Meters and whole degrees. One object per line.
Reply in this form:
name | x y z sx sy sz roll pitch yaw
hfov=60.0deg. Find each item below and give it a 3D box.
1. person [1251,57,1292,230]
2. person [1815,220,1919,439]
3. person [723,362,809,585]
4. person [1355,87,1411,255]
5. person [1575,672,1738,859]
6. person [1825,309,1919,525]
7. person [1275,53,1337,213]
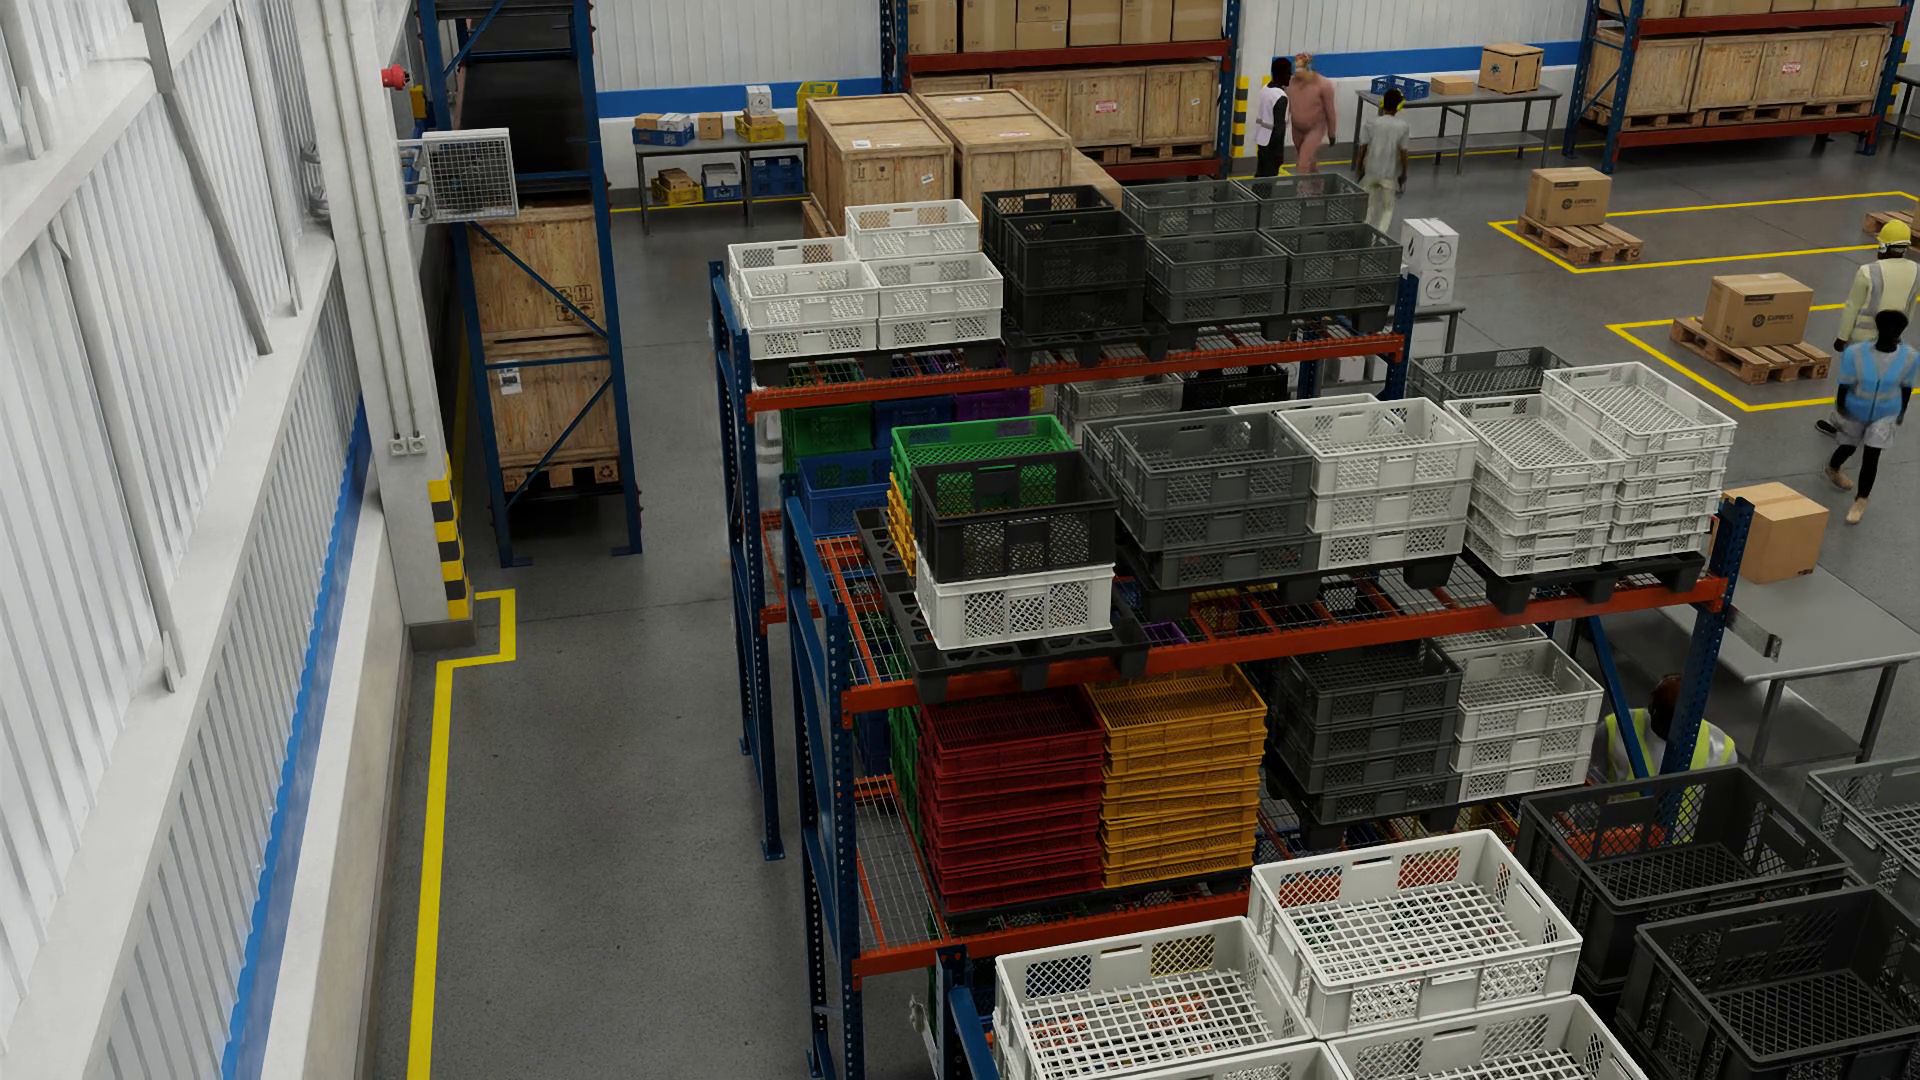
person | 3.489 -4.445 18.697 0.398 1.920 0.590 -5 28 -10
person | 7.464 -1.716 13.621 0.593 1.827 0.403 -4 28 -8
person | -1.293 -0.514 11.297 0.533 1.862 0.604 -20 34 -33
person | 4.470 -3.859 17.661 0.571 1.848 0.398 12 30 22
person | 3.150 1.408 7.674 0.634 1.841 0.429 9 29 16
person | 6.791 -1.001 12.434 0.535 1.655 0.686 12 30 21
person | 4.011 -4.758 19.382 1.027 1.835 0.647 -23 36 -37
